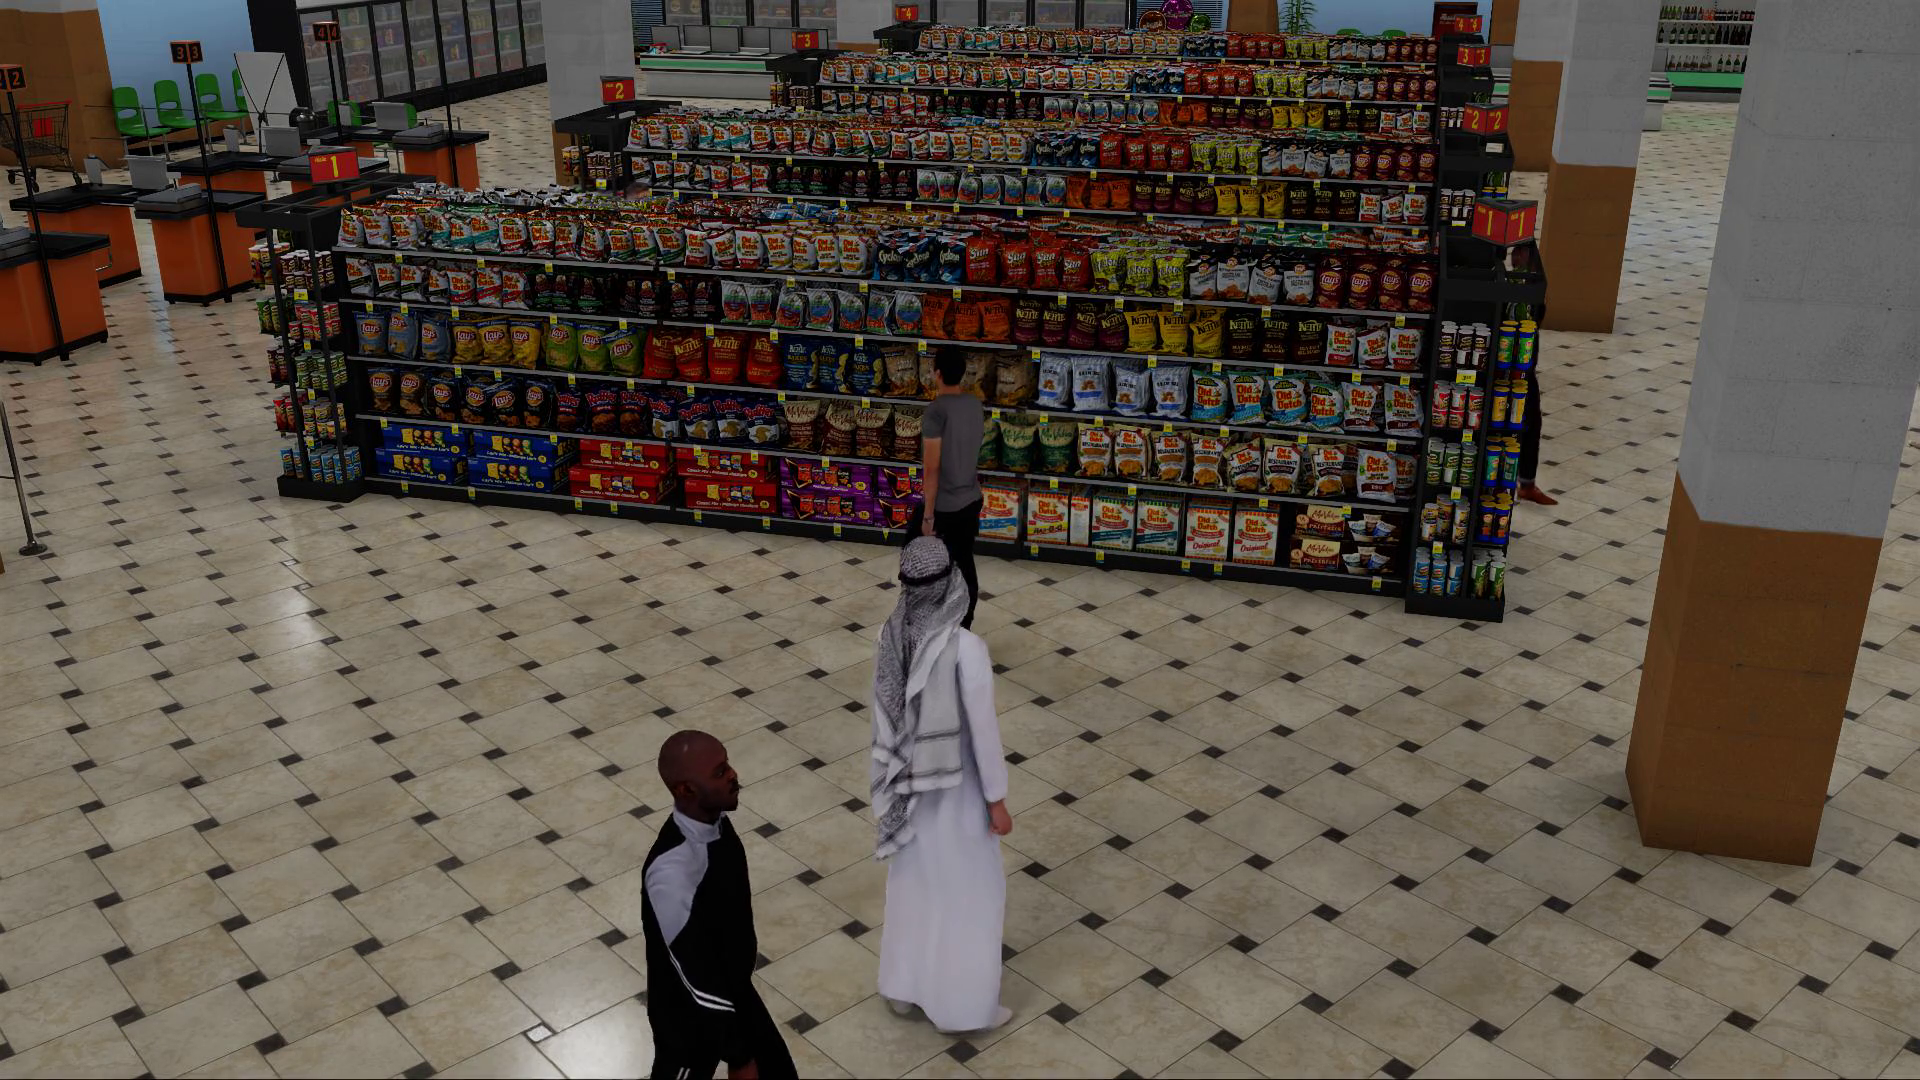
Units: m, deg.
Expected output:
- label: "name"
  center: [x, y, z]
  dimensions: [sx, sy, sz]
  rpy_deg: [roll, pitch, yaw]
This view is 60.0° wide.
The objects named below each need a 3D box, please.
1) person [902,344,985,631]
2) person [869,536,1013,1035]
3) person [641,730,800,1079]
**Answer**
- label: "person"
  center: [-0.006, -0.189, 8.995]
  dimensions: [0.787, 1.747, 0.770]
  rpy_deg: [17, 28, 36]
- label: "person"
  center: [-0.101, 0.915, 6.029]
  dimensions: [0.935, 1.909, 0.816]
  rpy_deg: [-14, 26, -32]
- label: "person"
  center: [-0.857, 1.401, 4.981]
  dimensions: [1.167, 1.790, 0.689]
  rpy_deg: [5, 22, 11]
